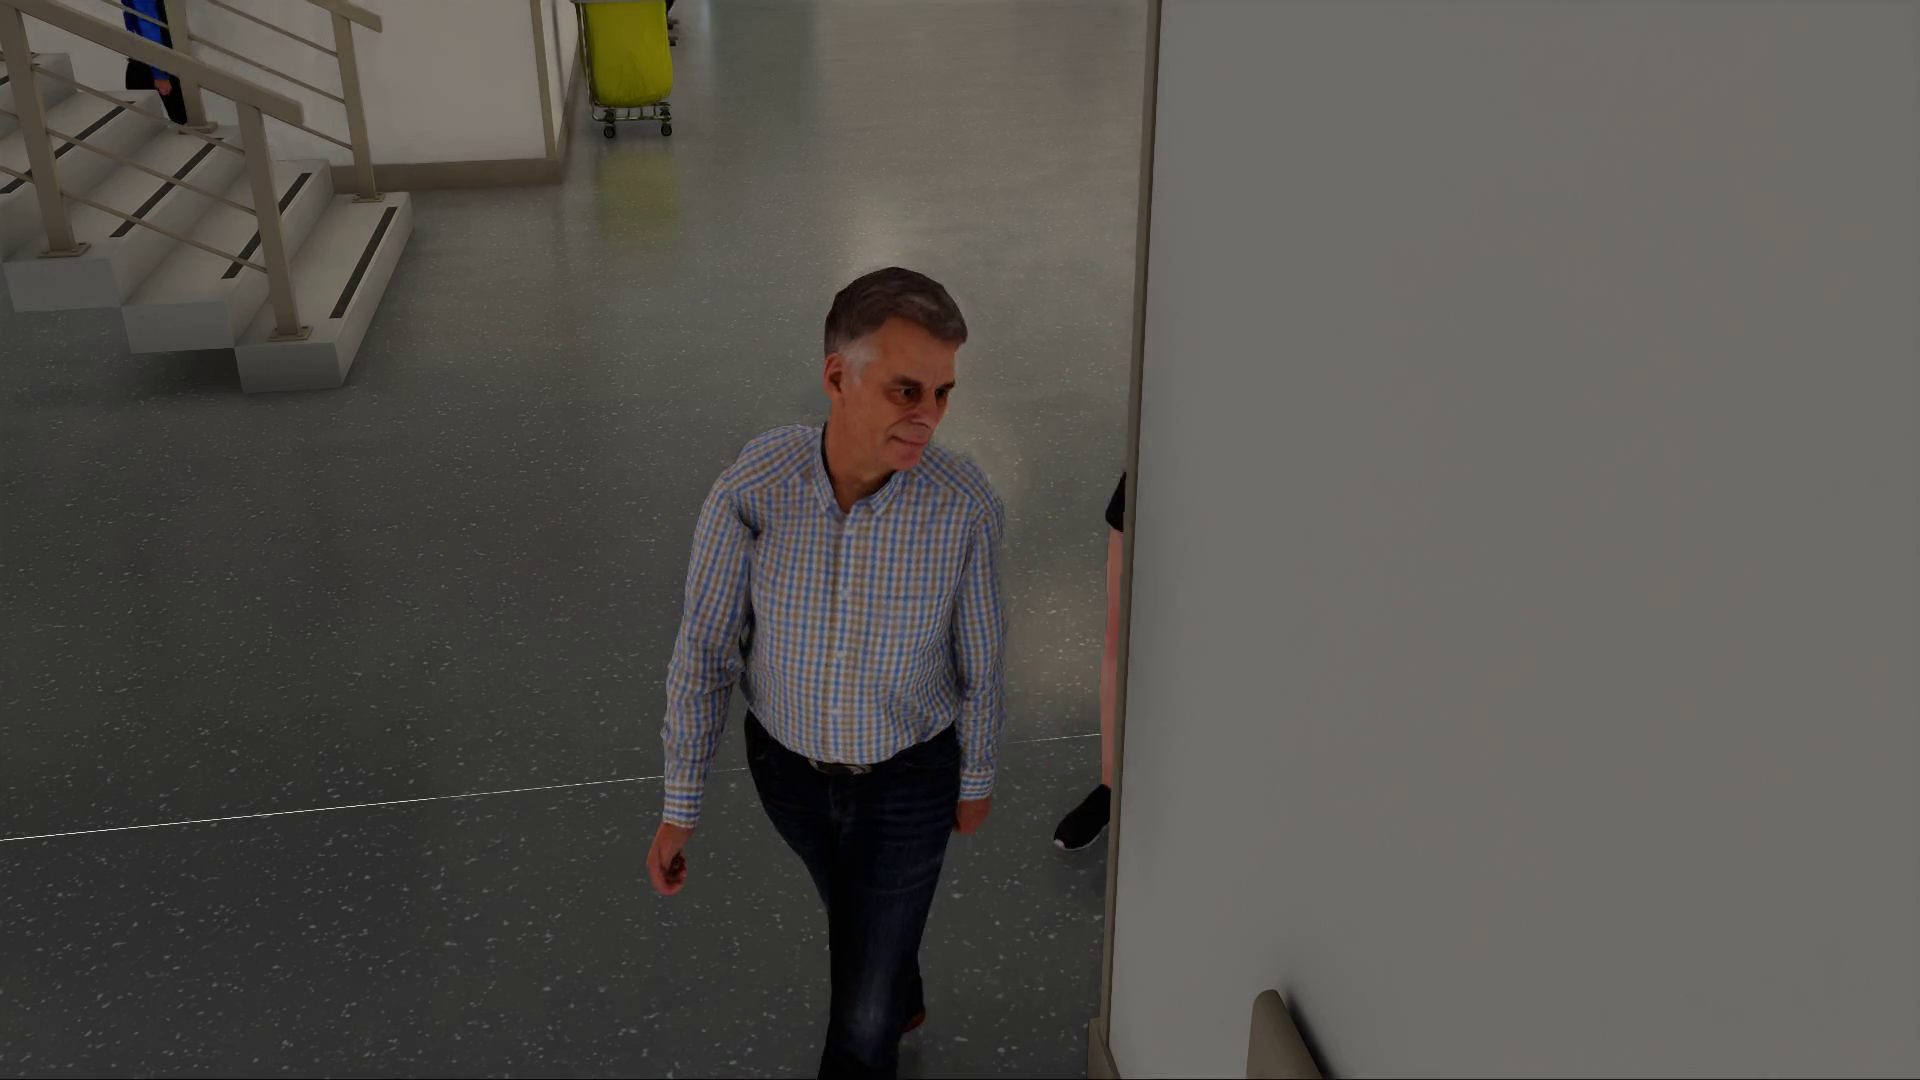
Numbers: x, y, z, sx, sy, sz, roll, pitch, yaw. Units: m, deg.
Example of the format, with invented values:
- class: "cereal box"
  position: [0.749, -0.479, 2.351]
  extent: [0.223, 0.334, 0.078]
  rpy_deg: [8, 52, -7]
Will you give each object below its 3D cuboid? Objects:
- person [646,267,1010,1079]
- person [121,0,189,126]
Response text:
- class: "person"
  position: [-0.166, 0.369, 2.902]
  extent: [1.182, 1.759, 1.054]
  rpy_deg: [7, 27, 15]
- class: "person"
  position: [-4.333, -2.665, 9.210]
  extent: [0.650, 1.744, 0.647]
  rpy_deg: [-3, 26, -7]
